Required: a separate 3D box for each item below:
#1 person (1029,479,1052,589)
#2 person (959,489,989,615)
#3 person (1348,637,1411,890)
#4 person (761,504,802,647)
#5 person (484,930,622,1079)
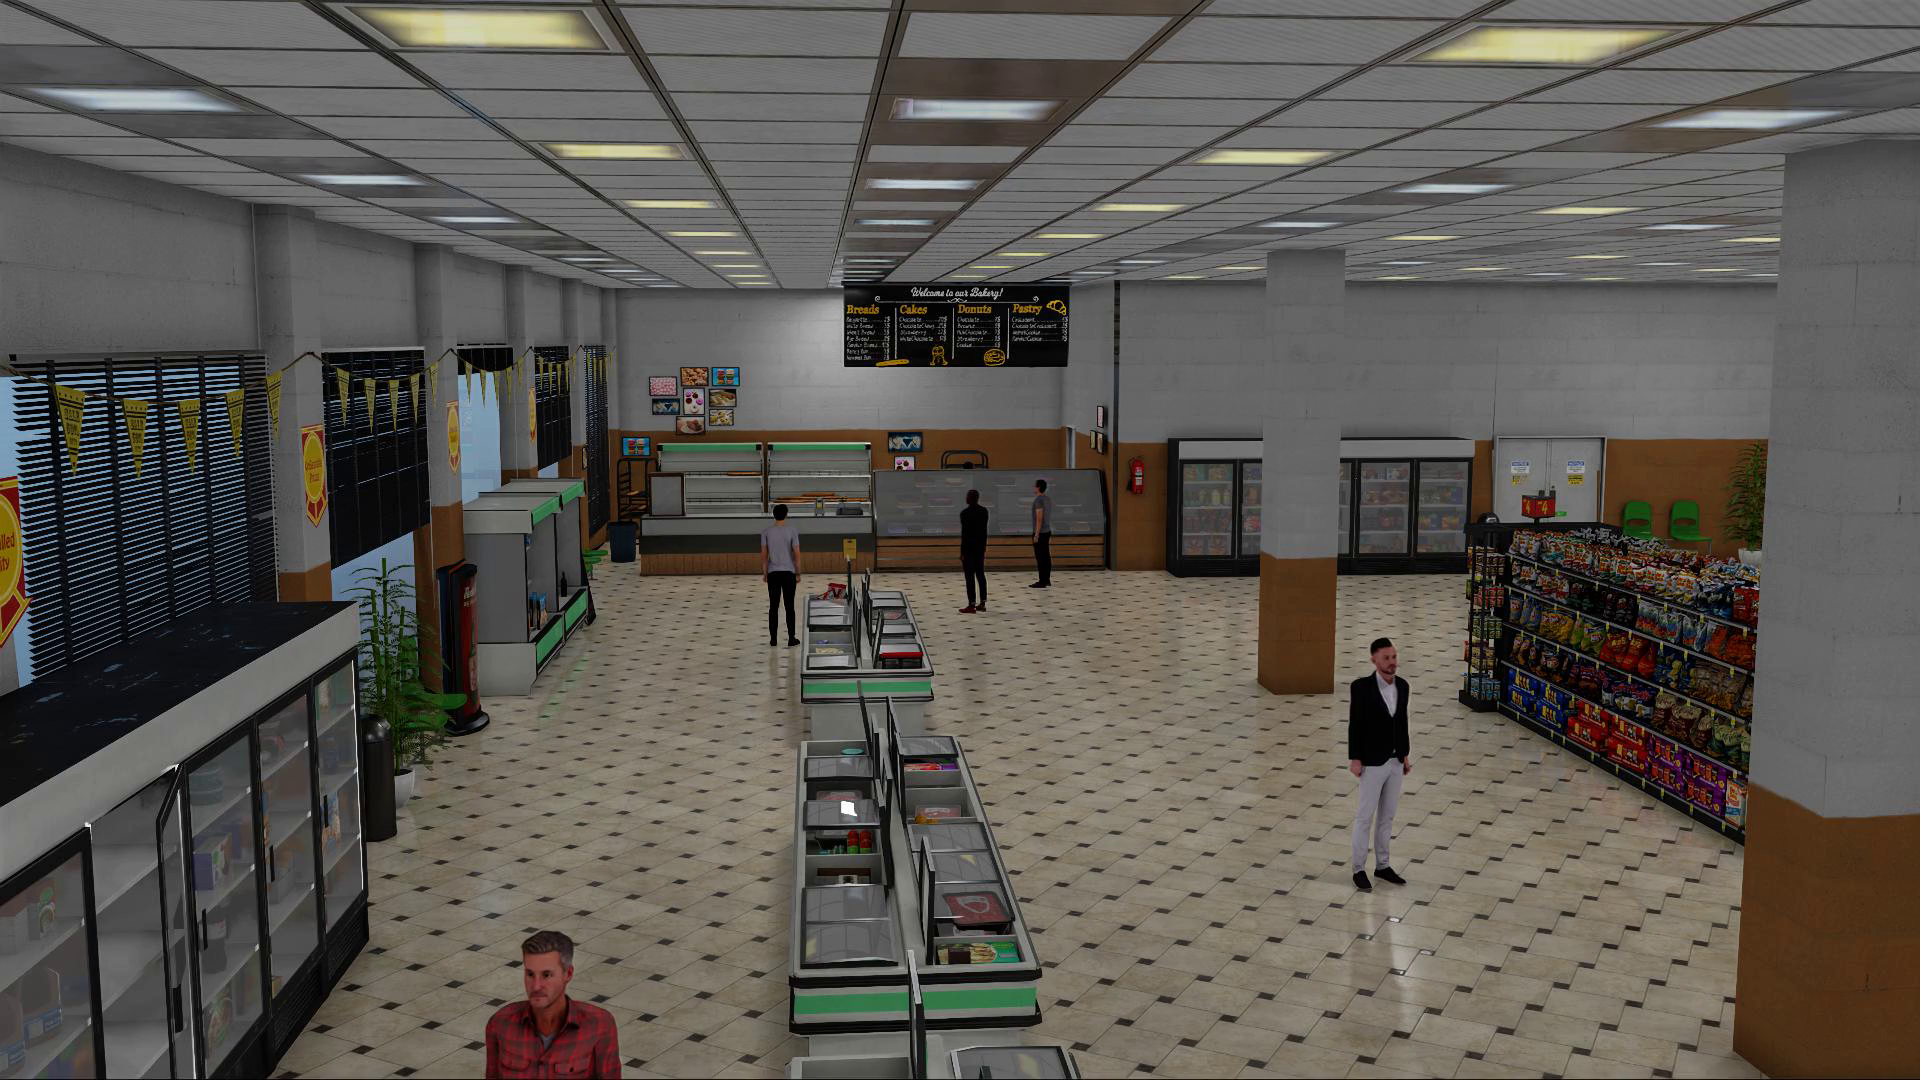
[{"bbox_3d":[1.321,-0.114,26.980,0.759,1.754,0.626,3,7,22],"label":"person"},{"bbox_3d":[0.201,0.160,24.443,0.831,1.817,0.783,6,9,42],"label":"person"},{"bbox_3d":[3.087,1.621,12.247,0.716,1.844,0.657,-3,7,-21],"label":"person"},{"bbox_3d":[-2.344,0.455,21.812,0.698,1.863,0.607,1,7,5],"label":"person"},{"bbox_3d":[-1.534,2.351,6.259,0.696,1.831,0.563,0,7,0],"label":"person"}]
